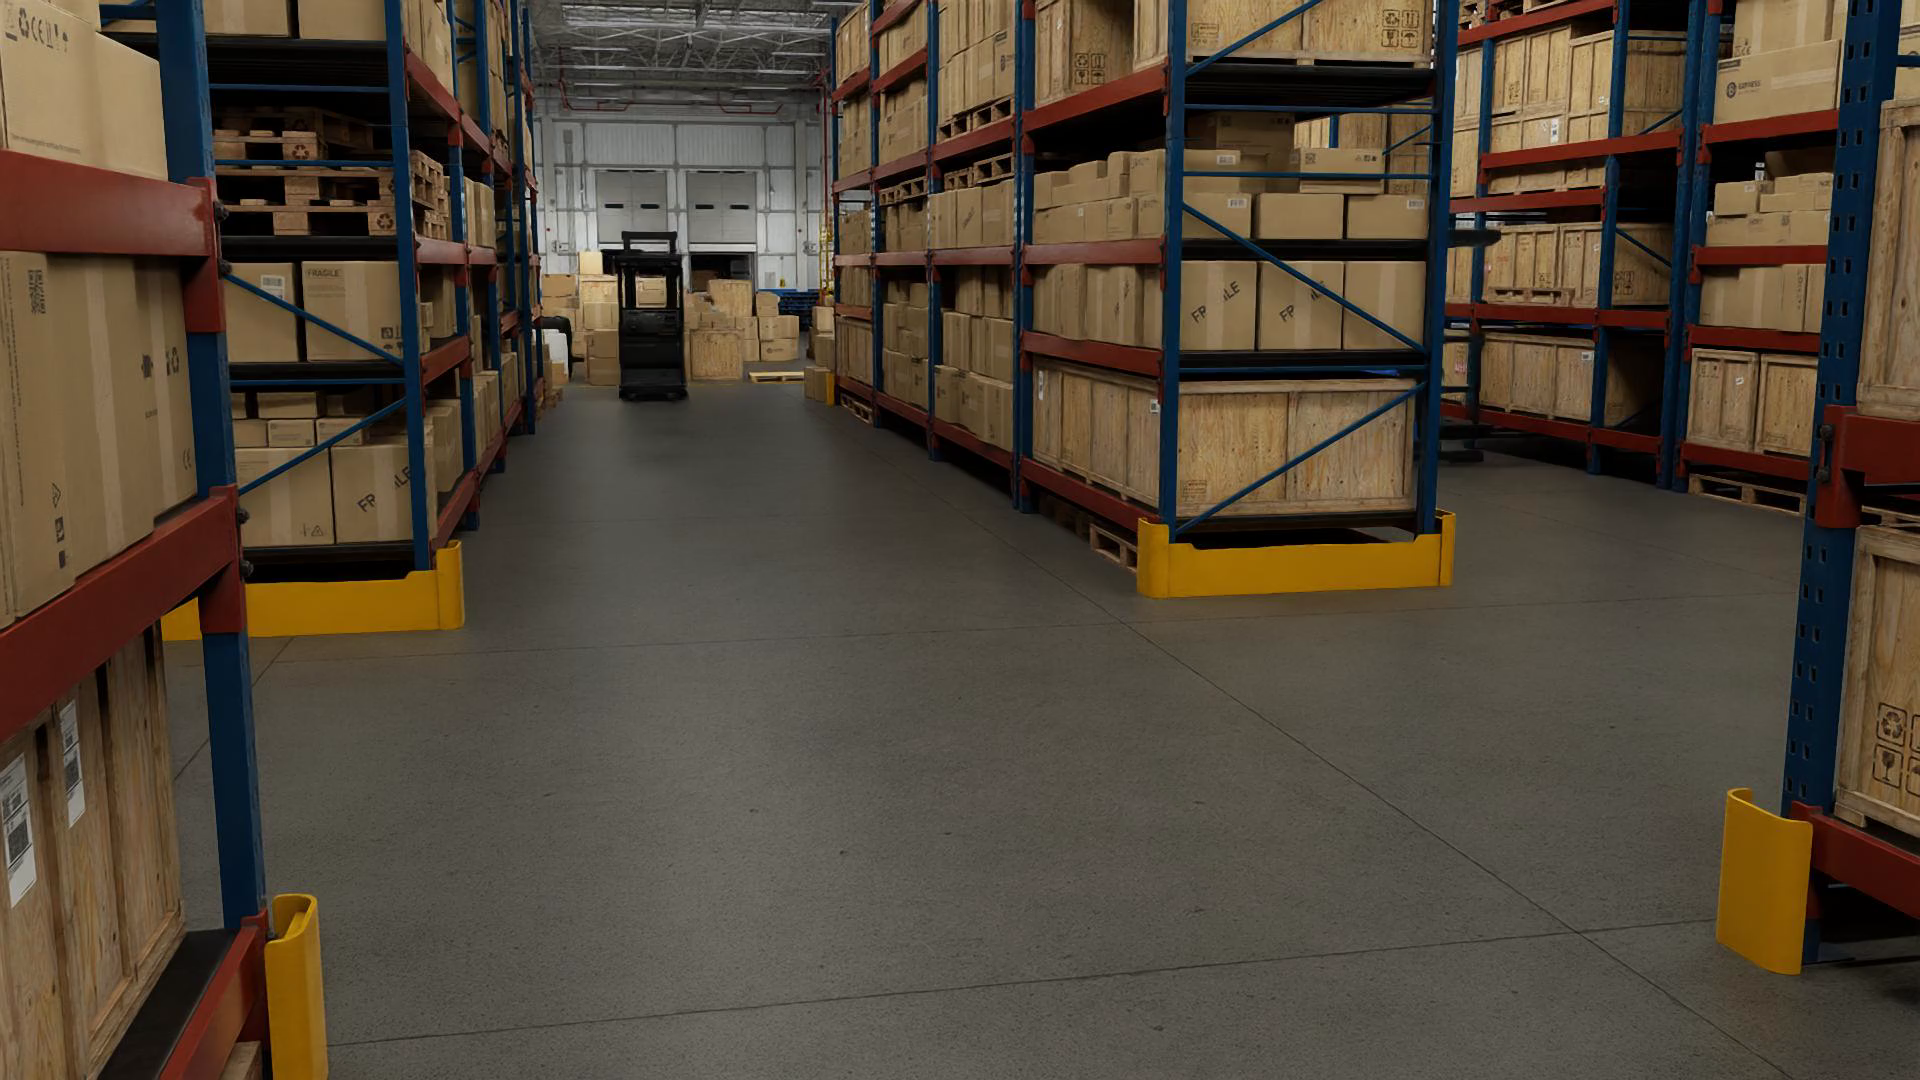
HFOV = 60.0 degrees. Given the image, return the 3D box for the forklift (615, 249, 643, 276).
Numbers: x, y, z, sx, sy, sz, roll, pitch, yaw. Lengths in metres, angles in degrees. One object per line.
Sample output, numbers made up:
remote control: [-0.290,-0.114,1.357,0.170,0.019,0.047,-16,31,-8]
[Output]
forklift: [-11.057,-8.346,55.695,1.129,2.768,1.873,3,10,16]

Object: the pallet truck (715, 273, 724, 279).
pallet truck: [-8.580,-8.986,62.280,1.885,1.965,0.823,1,9,5]

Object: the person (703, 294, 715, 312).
person: [-5.542,-4.676,37.163,0.644,1.622,0.520,-4,10,-23]

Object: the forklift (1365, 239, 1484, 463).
forklift: [4.840,-2.286,18.755,1.873,2.768,1.129,-2,10,-12]

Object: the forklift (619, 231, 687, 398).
forklift: [-5.274,-3.877,28.455,1.129,2.768,1.873,-1,9,-9]
